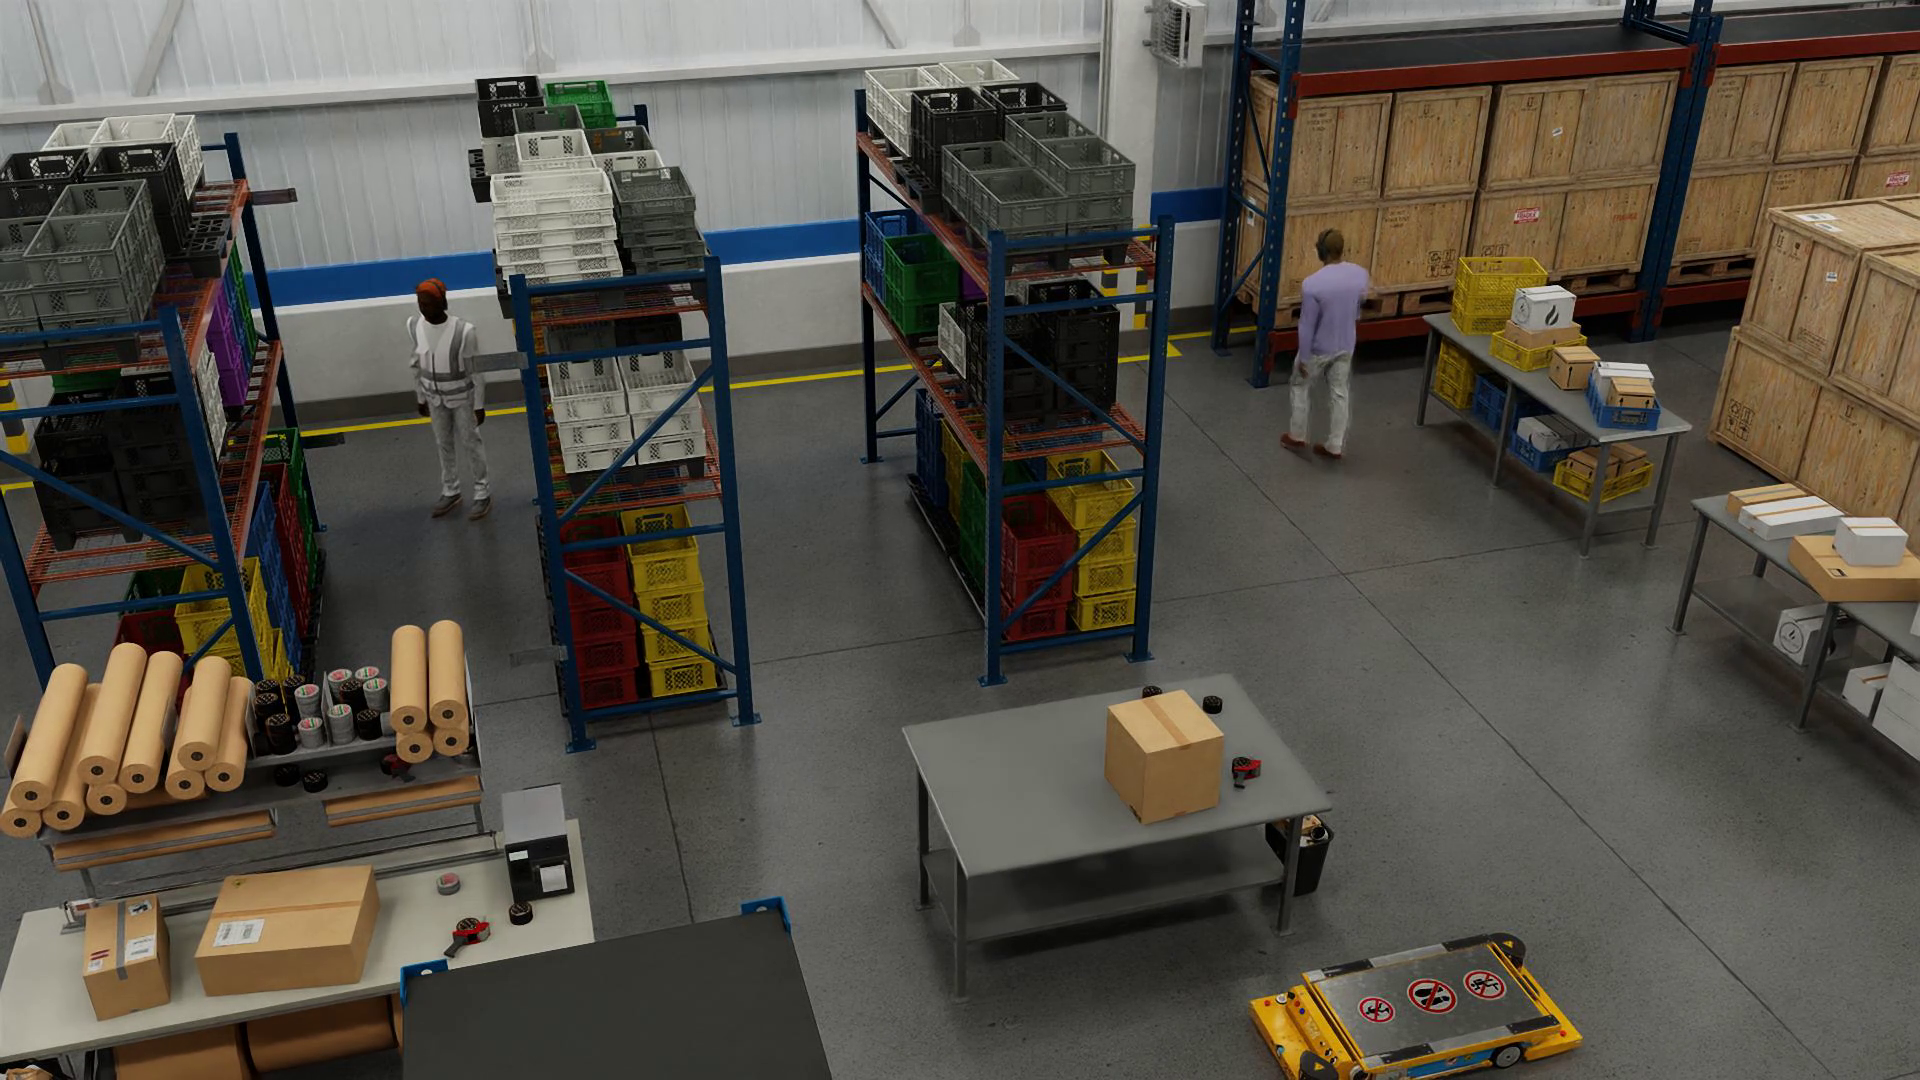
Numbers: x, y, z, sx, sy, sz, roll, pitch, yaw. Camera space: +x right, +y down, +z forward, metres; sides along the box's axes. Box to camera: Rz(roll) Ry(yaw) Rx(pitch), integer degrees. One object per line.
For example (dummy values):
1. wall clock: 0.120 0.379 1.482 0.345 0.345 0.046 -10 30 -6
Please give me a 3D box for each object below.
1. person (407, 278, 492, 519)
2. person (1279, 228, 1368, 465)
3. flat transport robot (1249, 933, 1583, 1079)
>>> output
1. person: -3.794 -1.049 12.381 0.574 1.881 0.357 8 30 14
2. person: 2.886 -1.563 13.285 0.652 1.912 0.700 -12 31 -21
3. flat transport robot: 2.184 2.282 7.980 1.431 0.197 0.652 -8 30 -14
